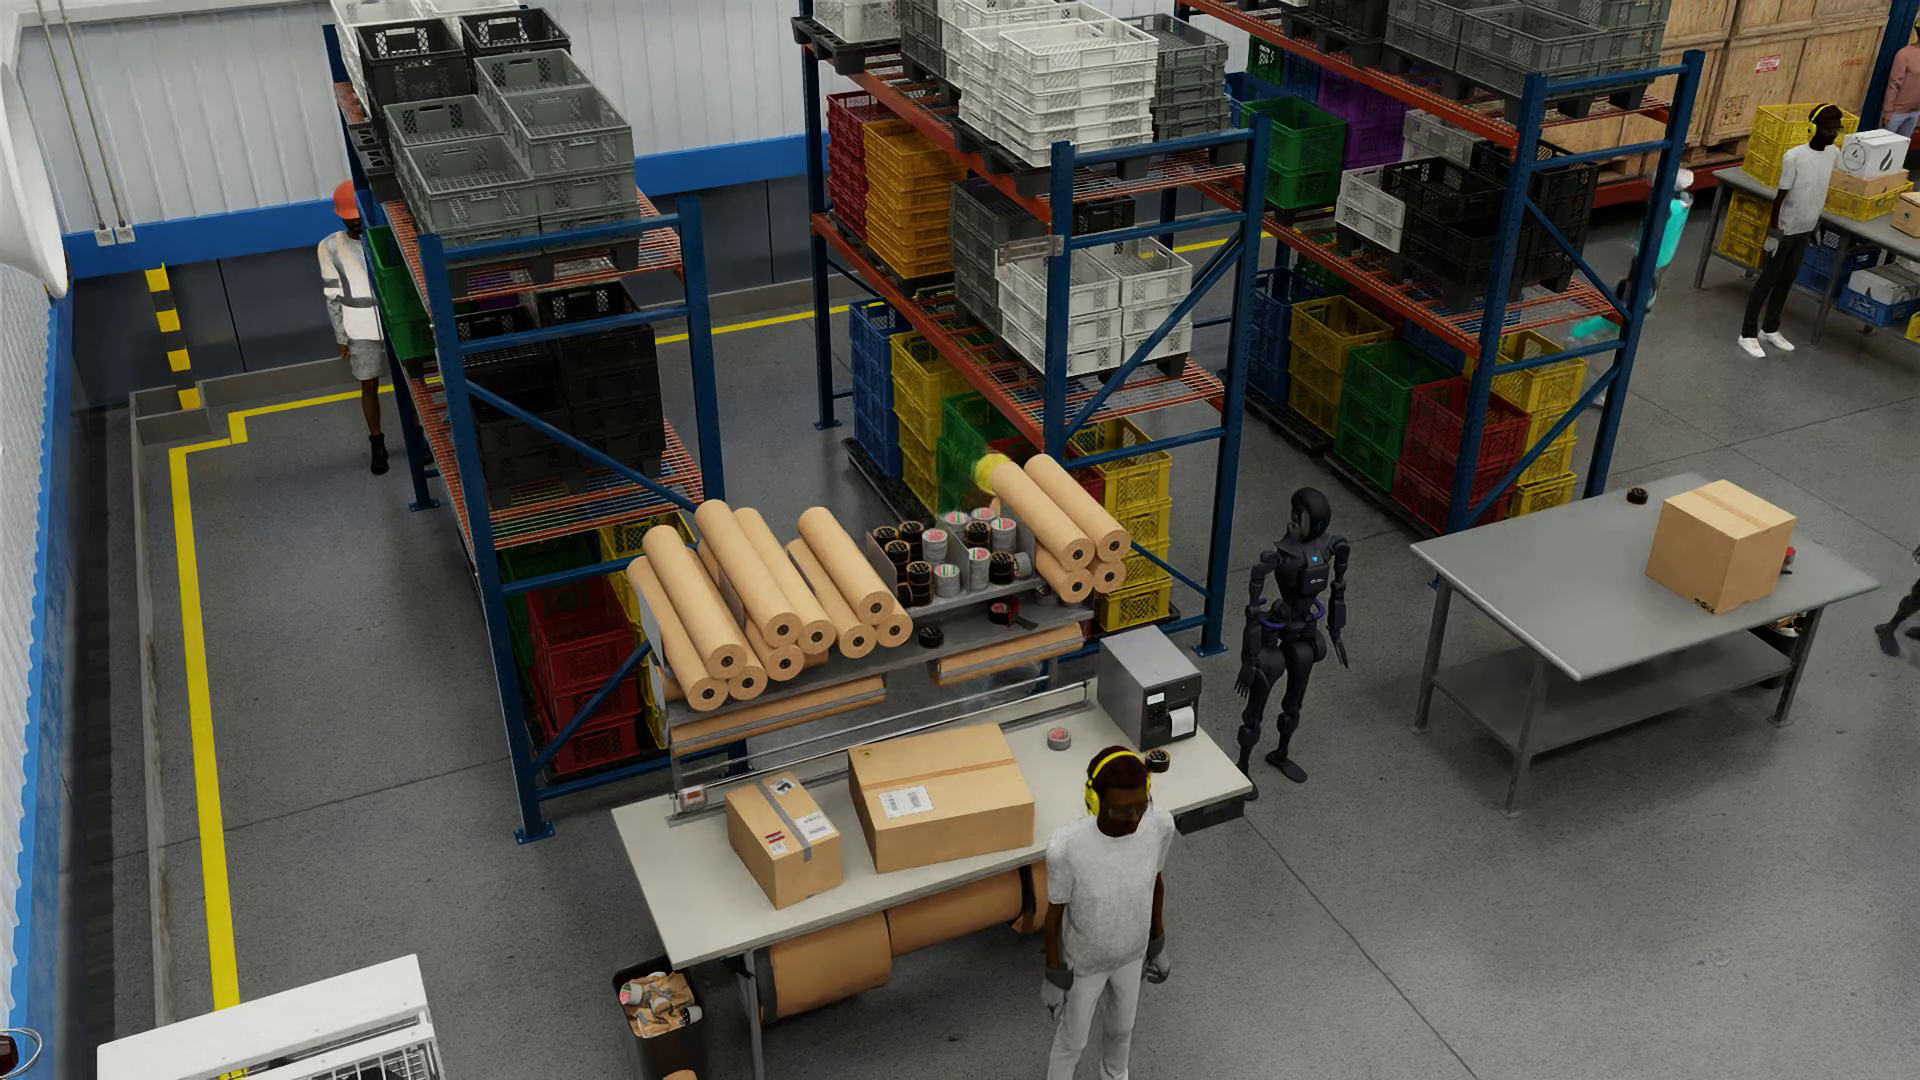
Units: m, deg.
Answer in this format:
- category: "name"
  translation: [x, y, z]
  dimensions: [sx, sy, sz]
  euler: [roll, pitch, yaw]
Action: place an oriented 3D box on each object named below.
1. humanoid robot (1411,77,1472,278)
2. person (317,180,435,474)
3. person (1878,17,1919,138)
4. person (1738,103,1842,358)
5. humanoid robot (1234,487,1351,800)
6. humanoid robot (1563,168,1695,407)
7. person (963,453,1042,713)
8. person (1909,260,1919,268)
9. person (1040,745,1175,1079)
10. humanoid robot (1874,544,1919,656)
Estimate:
- category: "humanoid robot"
  translation: [3.841, -2.942, 13.390]
  dimensions: [0.599, 1.657, 0.315]
  euler: [-13, 34, -20]
- category: "person"
  translation: [-3.703, -1.350, 10.572]
  dimensions: [0.544, 1.938, 0.352]
  euler: [-13, 34, -21]
- category: "person"
  translation: [8.353, -3.797, 14.709]
  dimensions: [0.524, 1.768, 0.308]
  euler: [-13, 34, -21]
- category: "person"
  translation: [6.072, -2.243, 12.086]
  dimensions: [0.509, 1.872, 0.329]
  euler: [-13, 34, -21]
- category: "humanoid robot"
  translation: [1.559, 0.479, 7.834]
  dimensions: [0.599, 1.659, 0.315]
  euler: [-13, 34, -20]
- category: "humanoid robot"
  translation: [4.447, -1.656, 11.368]
  dimensions: [0.746, 1.898, 0.552]
  euler: [24, 39, 34]
- category: "person"
  translation: [0.164, 0.341, 8.021]
  dimensions: [0.495, 1.735, 0.391]
  euler: [-20, 37, -29]
- category: "person"
  translation: [7.991, -2.833, 13.129]
  dimensions: [0.960, 1.795, 0.634]
  euler: [-25, 40, -35]
- category: "person"
  translation: [0.530, 1.512, 5.984]
  dimensions: [0.509, 1.876, 0.329]
  euler: [-13, 34, -21]
- category: "humanoid robot"
  translation: [5.342, -0.102, 8.802]
  dimensions: [0.612, 1.642, 0.459]
  euler: [-9, 33, -14]
